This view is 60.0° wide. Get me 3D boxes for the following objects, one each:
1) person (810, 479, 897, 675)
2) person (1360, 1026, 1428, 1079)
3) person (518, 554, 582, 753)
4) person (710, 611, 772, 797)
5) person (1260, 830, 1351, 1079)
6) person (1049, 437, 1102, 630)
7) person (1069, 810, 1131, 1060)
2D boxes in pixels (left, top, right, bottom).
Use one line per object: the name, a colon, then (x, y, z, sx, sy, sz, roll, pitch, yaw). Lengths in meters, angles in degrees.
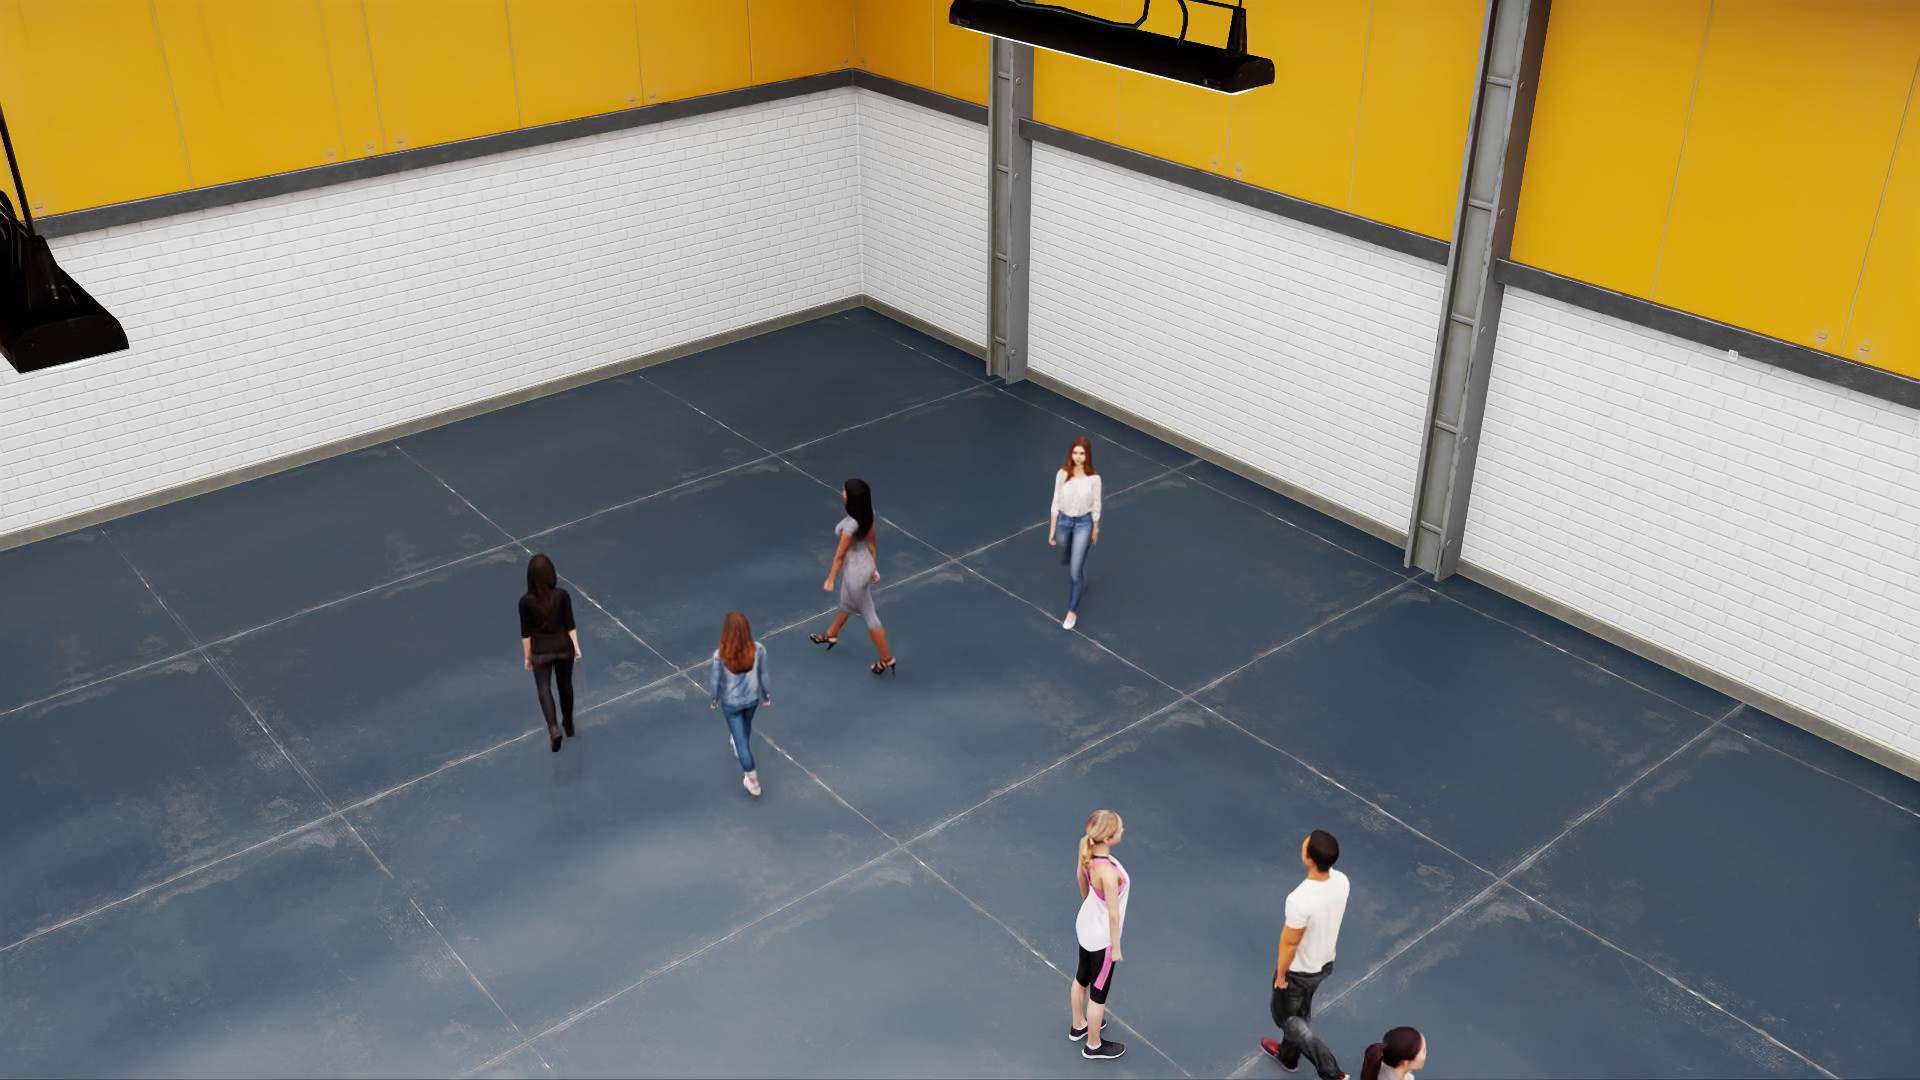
person: (-0.743, 0.346, 13.605, 1.141, 1.746, 0.927, 10, 30, 18)
person: (2.064, 3.161, 8.578, 1.166, 1.619, 1.078, 4, 29, 7)
person: (-3.112, 0.894, 12.725, 0.768, 1.628, 0.945, -9, 30, -16)
person: (-1.608, 1.227, 12.309, 0.759, 1.441, 1.033, -12, 31, -21)
person: (2.070, 2.488, 9.639, 0.644, 1.784, 0.910, -24, 36, -36)
person: (1.013, -0.138, 14.538, 1.078, 1.702, 0.977, 10, 30, 17)
person: (0.813, 2.338, 9.910, 0.728, 1.788, 0.569, -11, 30, -19)
